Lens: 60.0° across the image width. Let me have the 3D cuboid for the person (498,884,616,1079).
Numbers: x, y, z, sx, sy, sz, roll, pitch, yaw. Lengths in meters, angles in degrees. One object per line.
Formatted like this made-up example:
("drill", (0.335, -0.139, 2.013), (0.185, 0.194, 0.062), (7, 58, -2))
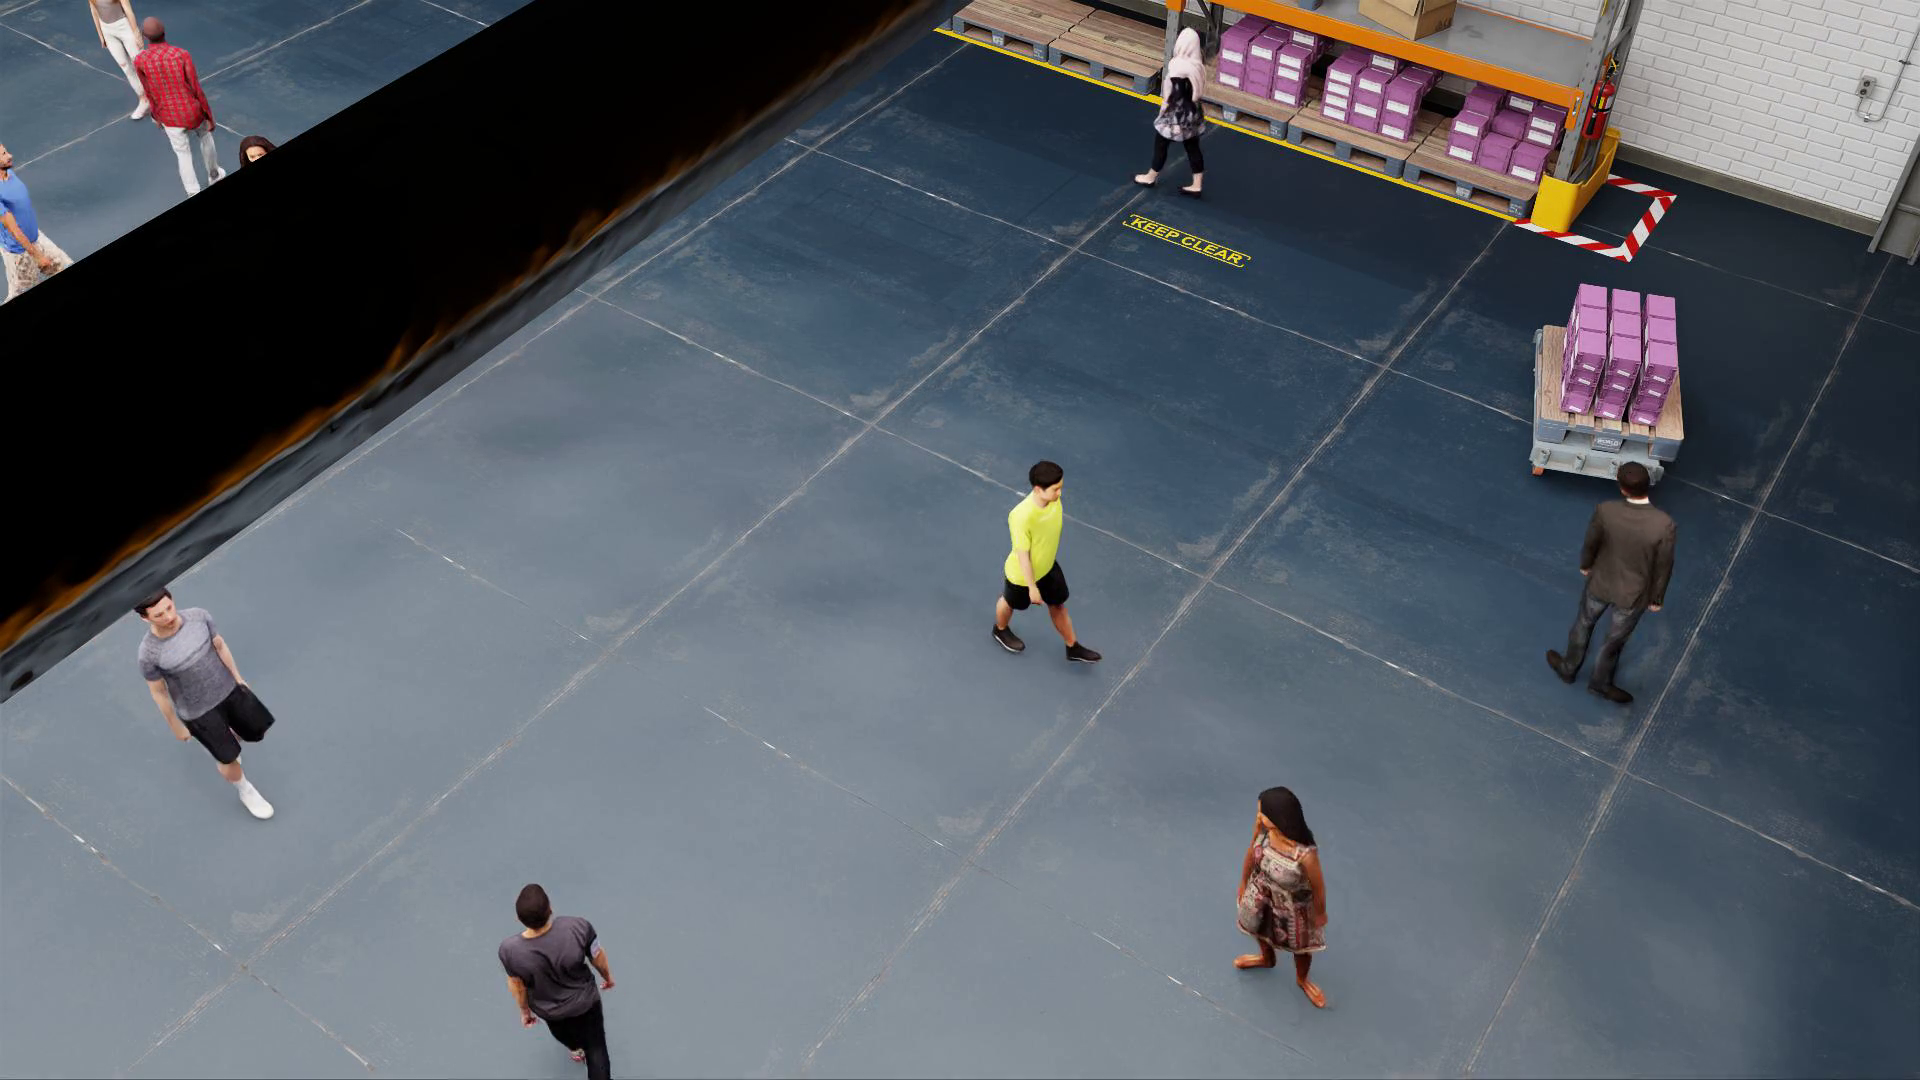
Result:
("person", (-1.986, 2.374, 8.376), (1.081, 1.733, 1.216), (-12, 45, -12))

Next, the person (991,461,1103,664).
("person", (0.391, 0.128, 10.781), (1.027, 1.669, 0.665), (30, 51, 27))

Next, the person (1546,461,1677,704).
("person", (4.207, 0.318, 10.507), (0.862, 1.771, 0.496), (-28, 50, -27))

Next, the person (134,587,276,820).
("person", (-4.503, 0.902, 9.837), (0.838, 1.849, 0.675), (25, 49, 24))

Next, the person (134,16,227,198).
("person", (-6.916, -3.743, 14.747), (1.153, 1.801, 1.249), (-10, 44, -10))

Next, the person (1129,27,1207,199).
("person", (2.081, -3.790, 14.938), (0.926, 1.607, 0.671), (22, 48, 22))

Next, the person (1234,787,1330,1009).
("person", (1.798, 1.918, 8.936), (0.586, 1.621, 0.871), (26, 49, 25))

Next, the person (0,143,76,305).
("person", (-7.538, -2.323, 13.233), (1.280, 1.834, 1.125), (-2, 44, -2))

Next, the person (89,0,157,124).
("person", (-8.056, -4.871, 15.993), (0.604, 1.716, 0.725), (6, 44, 7))
